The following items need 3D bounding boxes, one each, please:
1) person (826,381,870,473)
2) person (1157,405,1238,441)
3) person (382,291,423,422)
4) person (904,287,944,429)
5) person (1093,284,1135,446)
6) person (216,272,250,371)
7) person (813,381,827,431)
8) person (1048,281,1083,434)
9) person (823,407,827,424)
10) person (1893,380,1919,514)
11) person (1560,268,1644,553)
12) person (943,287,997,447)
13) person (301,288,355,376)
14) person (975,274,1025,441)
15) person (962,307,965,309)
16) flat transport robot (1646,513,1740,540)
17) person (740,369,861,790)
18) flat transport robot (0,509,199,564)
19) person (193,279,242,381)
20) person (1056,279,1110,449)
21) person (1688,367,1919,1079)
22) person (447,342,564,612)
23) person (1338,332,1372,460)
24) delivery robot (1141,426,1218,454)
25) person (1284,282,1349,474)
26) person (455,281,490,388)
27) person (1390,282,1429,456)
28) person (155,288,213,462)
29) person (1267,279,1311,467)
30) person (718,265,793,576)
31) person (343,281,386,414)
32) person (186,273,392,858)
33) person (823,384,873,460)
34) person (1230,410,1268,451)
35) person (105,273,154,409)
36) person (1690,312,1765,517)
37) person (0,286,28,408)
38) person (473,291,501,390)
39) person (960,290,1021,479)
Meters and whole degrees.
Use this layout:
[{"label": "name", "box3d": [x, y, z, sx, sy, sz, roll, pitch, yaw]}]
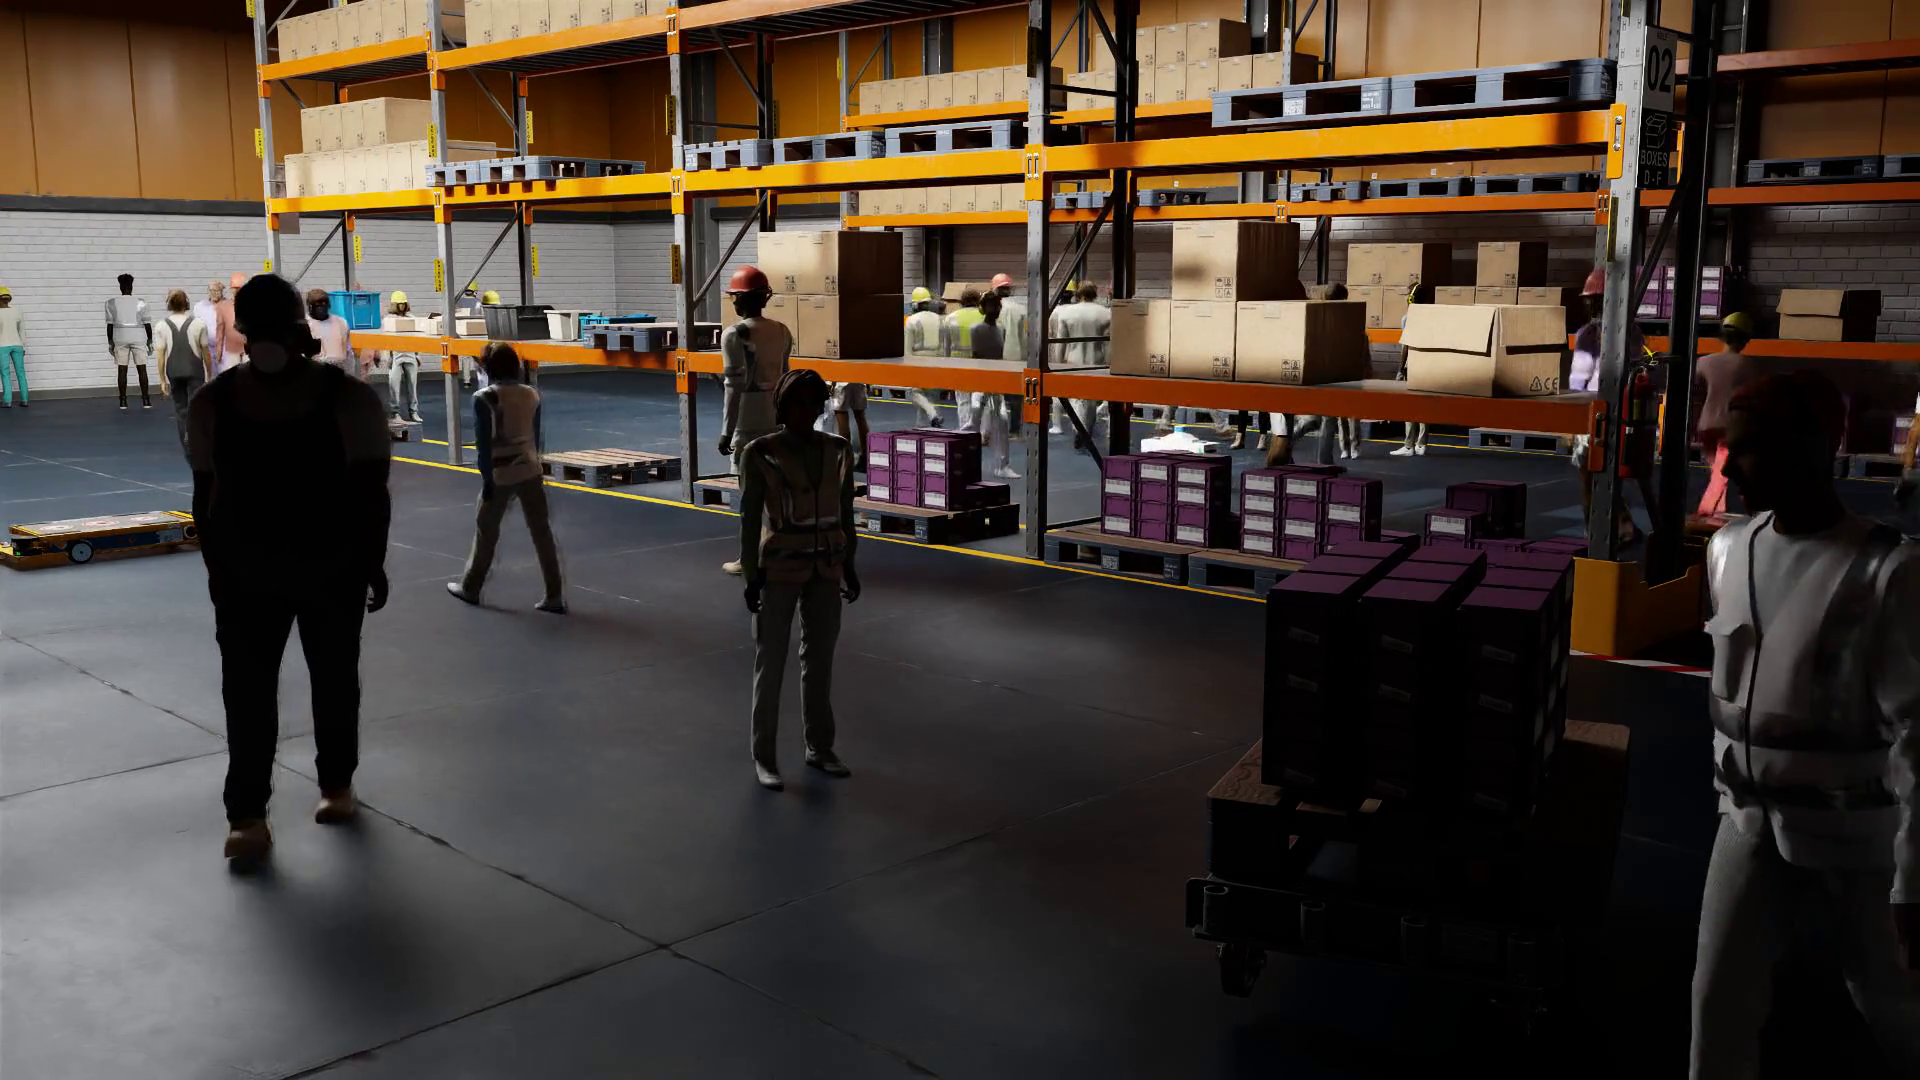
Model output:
[{"label": "person", "box3d": [-1.121, -1.608, 16.389, 0.549, 1.936, 0.376, -8, 12, -40]}, {"label": "person", "box3d": [2.808, -2.094, 19.577, 1.058, 1.884, 0.642, 6, 11, 31]}, {"label": "person", "box3d": [-7.321, -2.396, 21.845, 0.485, 1.736, 0.313, -8, 12, -42]}, {"label": "person", "box3d": [-0.406, -2.086, 19.707, 0.600, 1.816, 0.656, -9, 13, -43]}, {"label": "person", "box3d": [1.719, -2.016, 19.099, 0.630, 1.867, 0.593, 7, 11, 35]}, {"label": "person", "box3d": [-9.294, -2.473, 21.559, 0.636, 1.980, 0.513, -2, 9, -11]}, {"label": "person", "box3d": [-1.672, -1.866, 18.938, 0.464, 1.613, 0.535, 4, 10, 23]}, {"label": "person", "box3d": [1.307, -2.216, 20.209, 0.623, 1.906, 0.594, -2, 9, -13]}, {"label": "person", "box3d": [-2.018, -2.455, 21.780, 0.604, 1.880, 1.015, -8, 12, -39]}, {"label": "person", "box3d": [5.061, -0.279, 8.511, 0.438, 1.845, 0.560, -4, 10, -25]}, {"label": "person", "box3d": [4.417, -0.849, 11.477, 0.604, 2.029, 0.451, -6, 11, -33]}, {"label": "person", "box3d": [0.133, -1.913, 18.615, 0.624, 1.814, 0.571, 0, 9, 2]}, {"label": "person", "box3d": [-6.219, -1.534, 16.264, 0.661, 1.830, 0.447, -8, 12, -41]}, {"label": "person", "box3d": [0.435, -2.158, 19.725, 0.635, 1.946, 0.969, -6, 11, -31]}, {"label": "person", "box3d": [0.159, -2.584, 23.328, 0.503, 1.627, 0.270, -5, 10, -26]}, {"label": "flat transport robot", "box3d": [5.692, -0.018, 11.736, 0.652, 0.197, 1.431, -7, 12, -38]}, {"label": "person", "box3d": [-0.628, 0.146, 6.543, 0.521, 1.638, 0.311, -6, 11, -34]}, {"label": "flat transport robot", "box3d": [-6.031, -0.036, 11.842, 0.652, 0.197, 1.431, 9, 13, 44]}, {"label": "person", "box3d": [-10.196, -2.644, 22.916, 0.643, 1.884, 0.808, -1, 9, -3]}, {"label": "person", "box3d": [1.389, -1.937, 18.476, 0.643, 1.919, 0.742, 0, 9, -3]}, {"label": "person", "box3d": [1.793, 0.576, 3.382, 0.993, 1.827, 0.656, -3, 10, -19]}, {"label": "person", "box3d": [-2.687, -0.373, 9.868, 0.868, 1.588, 0.536, 7, 11, 35]}, {"label": "person", "box3d": [4.082, -1.657, 17.629, 0.533, 1.616, 0.421, 4, 10, 22]}, {"label": "delivery robot", "box3d": [2.049, -0.825, 15.528, 0.707, 0.478, 0.477, 8, 12, 41]}, {"label": "person", "box3d": [3.483, -1.569, 16.269, 0.665, 1.903, 0.665, -2, 9, -11]}, {"label": "person", "box3d": [-8.287, -3.494, 28.268, 0.597, 1.831, 0.403, 0, 9, 1]}, {"label": "person", "box3d": [4.911, -1.838, 17.991, 0.513, 1.877, 0.328, -7, 11, -36]}, {"label": "person", "box3d": [-8.011, -1.683, 17.201, 0.525, 1.831, 0.723, -2, 10, -15]}, {"label": "person", "box3d": [2.742, -1.210, 13.947, 0.356, 1.938, 0.543, 1, 9, 6]}, {"label": "person", "box3d": [-1.370, -0.779, 10.983, 0.374, 2.044, 0.609, 6, 11, 33]}, {"label": "person", "box3d": [-7.709, -2.365, 21.199, 0.448, 1.885, 0.638, 2, 10, 14]}, {"label": "person", "box3d": [-2.341, 0.065, 5.815, 0.687, 2.000, 0.867, -3, 10, -15]}, {"label": "person", "box3d": [-1.219, -1.649, 17.602, 0.607, 1.620, 0.430, 3, 10, 16]}, {"label": "person", "box3d": [3.277, -1.840, 18.539, 0.532, 1.697, 0.322, 5, 11, 30]}, {"label": "person", "box3d": [-12.016, -2.873, 24.090, 0.606, 1.958, 0.371, -4, 10, -21]}, {"label": "person", "box3d": [5.614, -0.820, 12.244, 0.905, 1.716, 0.529, -7, 12, -37]}, {"label": "person", "box3d": [-13.882, -2.804, 24.246, 0.309, 1.769, 0.523, 6, 11, 31]}, {"label": "person", "box3d": [-5.985, -2.295, 21.214, 0.475, 1.734, 0.539, 7, 12, 38]}, {"label": "person", "box3d": [0.220, -1.523, 16.230, 0.502, 1.830, 0.914, -8, 12, -40]}]
